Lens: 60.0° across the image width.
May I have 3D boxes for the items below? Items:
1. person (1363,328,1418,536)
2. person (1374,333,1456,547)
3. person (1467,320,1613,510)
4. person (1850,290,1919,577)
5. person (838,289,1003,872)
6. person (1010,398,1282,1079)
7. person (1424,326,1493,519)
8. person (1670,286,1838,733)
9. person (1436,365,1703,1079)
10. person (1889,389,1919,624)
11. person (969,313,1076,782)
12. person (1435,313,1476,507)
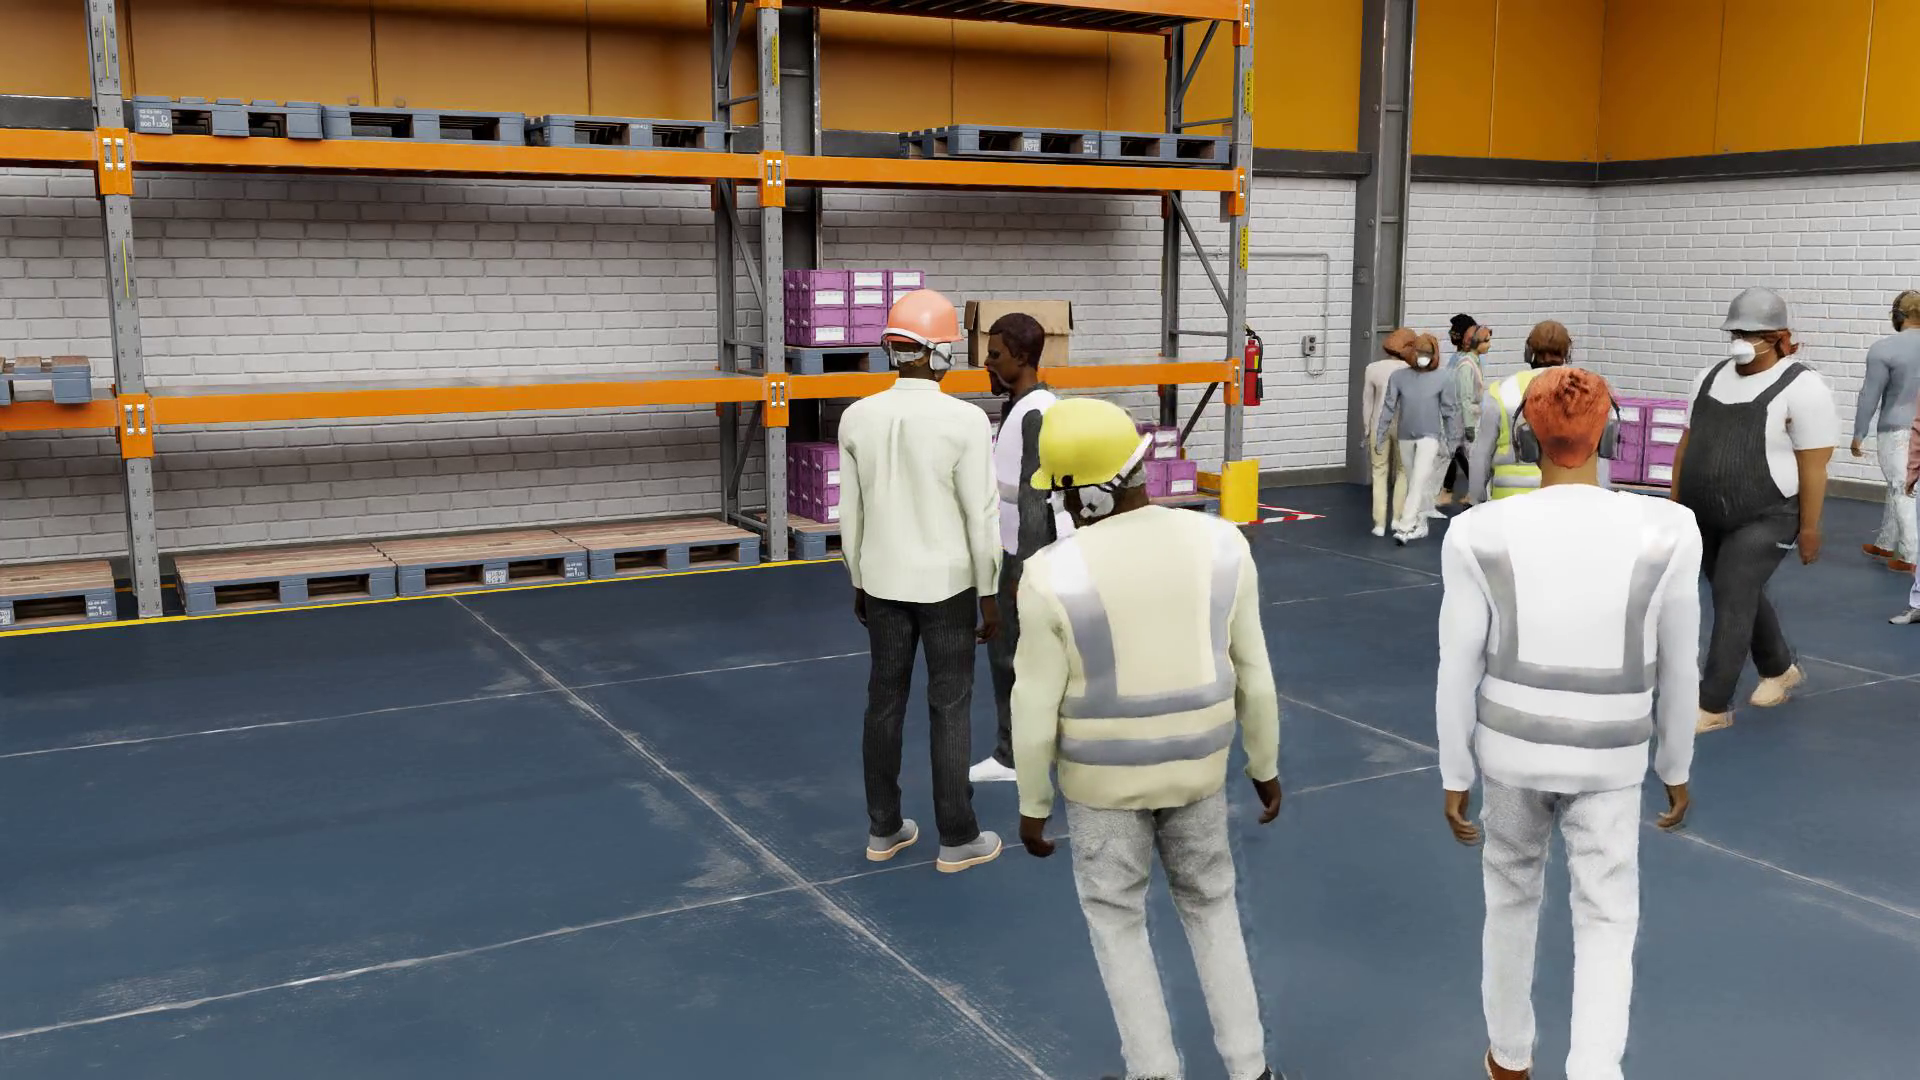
[{"bbox_3d":[3.377,-0.836,12.915,0.499,1.610,0.504,3,10,20],"label":"person"},{"bbox_3d":[3.388,-0.743,12.395,0.527,1.577,0.879,7,12,38],"label":"person"},{"bbox_3d":[2.868,-0.191,8.372,0.628,1.807,0.894,0,9,3],"label":"person"},{"bbox_3d":[6.373,-0.739,11.361,0.658,1.907,0.854,-2,9,-9],"label":"person"},{"bbox_3d":[-0.128,0.146,5.723,0.609,1.995,0.375,5,10,27],"label":"person"},{"bbox_3d":[0.438,0.545,3.957,0.683,1.770,0.404,-3,10,-16],"label":"person"},{"bbox_3d":[4.151,-0.939,13.532,0.843,1.587,0.525,5,11,28],"label":"person"},{"bbox_3d":[3.621,-0.181,7.580,0.979,2.000,0.688,-4,10,-20],"label":"person"},{"bbox_3d":[1.387,0.529,3.831,0.583,1.857,0.816,3,10,18],"label":"person"},{"bbox_3d":[5.631,-0.350,9.449,0.316,1.769,0.525,-5,11,-29],"label":"person"},{"bbox_3d":[0.314,0.055,6.571,0.605,1.897,0.604,-1,9,-6],"label":"person"},{"bbox_3d":[4.308,-1.109,14.318,0.514,1.678,0.614,3,10,16],"label":"person"}]
